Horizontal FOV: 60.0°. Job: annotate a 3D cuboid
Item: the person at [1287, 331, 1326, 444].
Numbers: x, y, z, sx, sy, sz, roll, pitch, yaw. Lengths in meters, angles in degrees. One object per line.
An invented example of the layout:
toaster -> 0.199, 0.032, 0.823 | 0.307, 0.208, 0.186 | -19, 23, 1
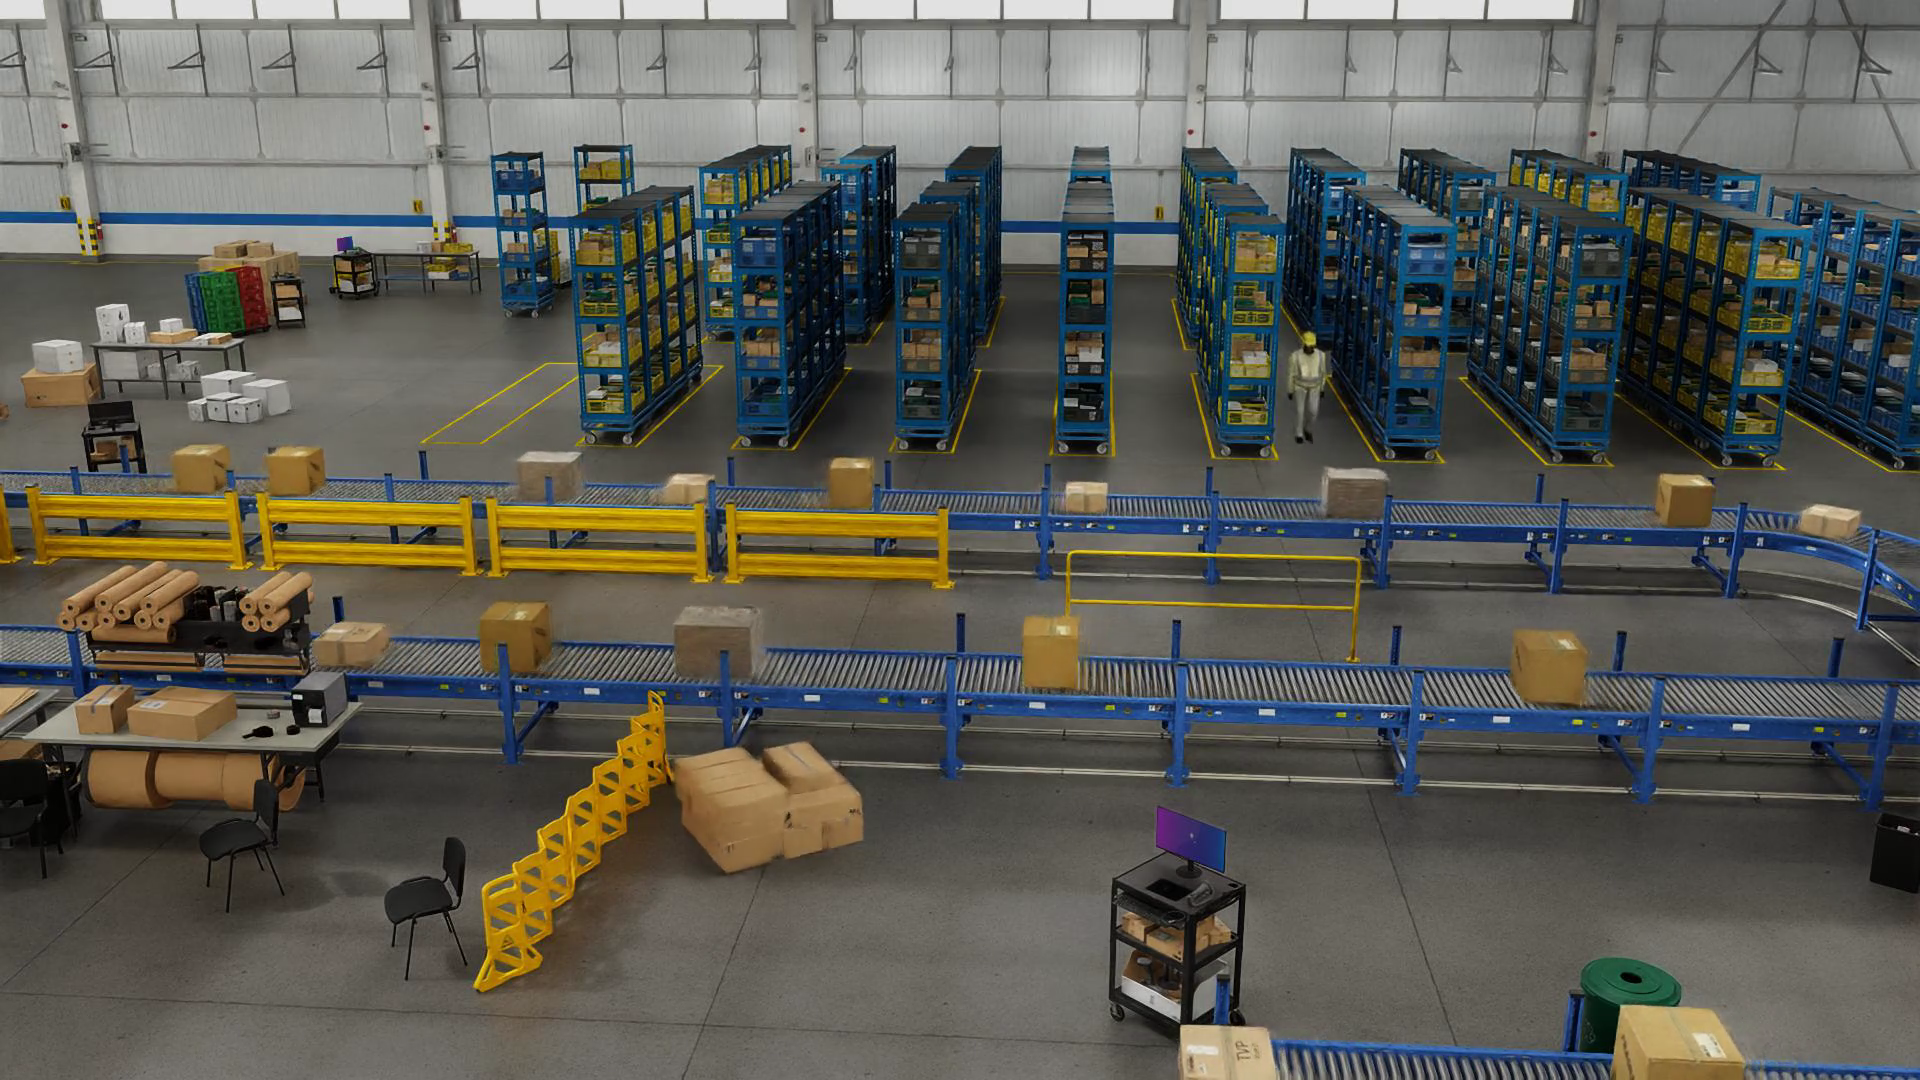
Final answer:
person -> 5.456, -2.383, 26.155 | 0.629, 1.810, 0.531 | -1, 18, -2

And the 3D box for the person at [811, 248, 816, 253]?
person -> -3.489, -6.719, 39.855 | 0.388, 1.848, 0.563 | -2, 18, -5
